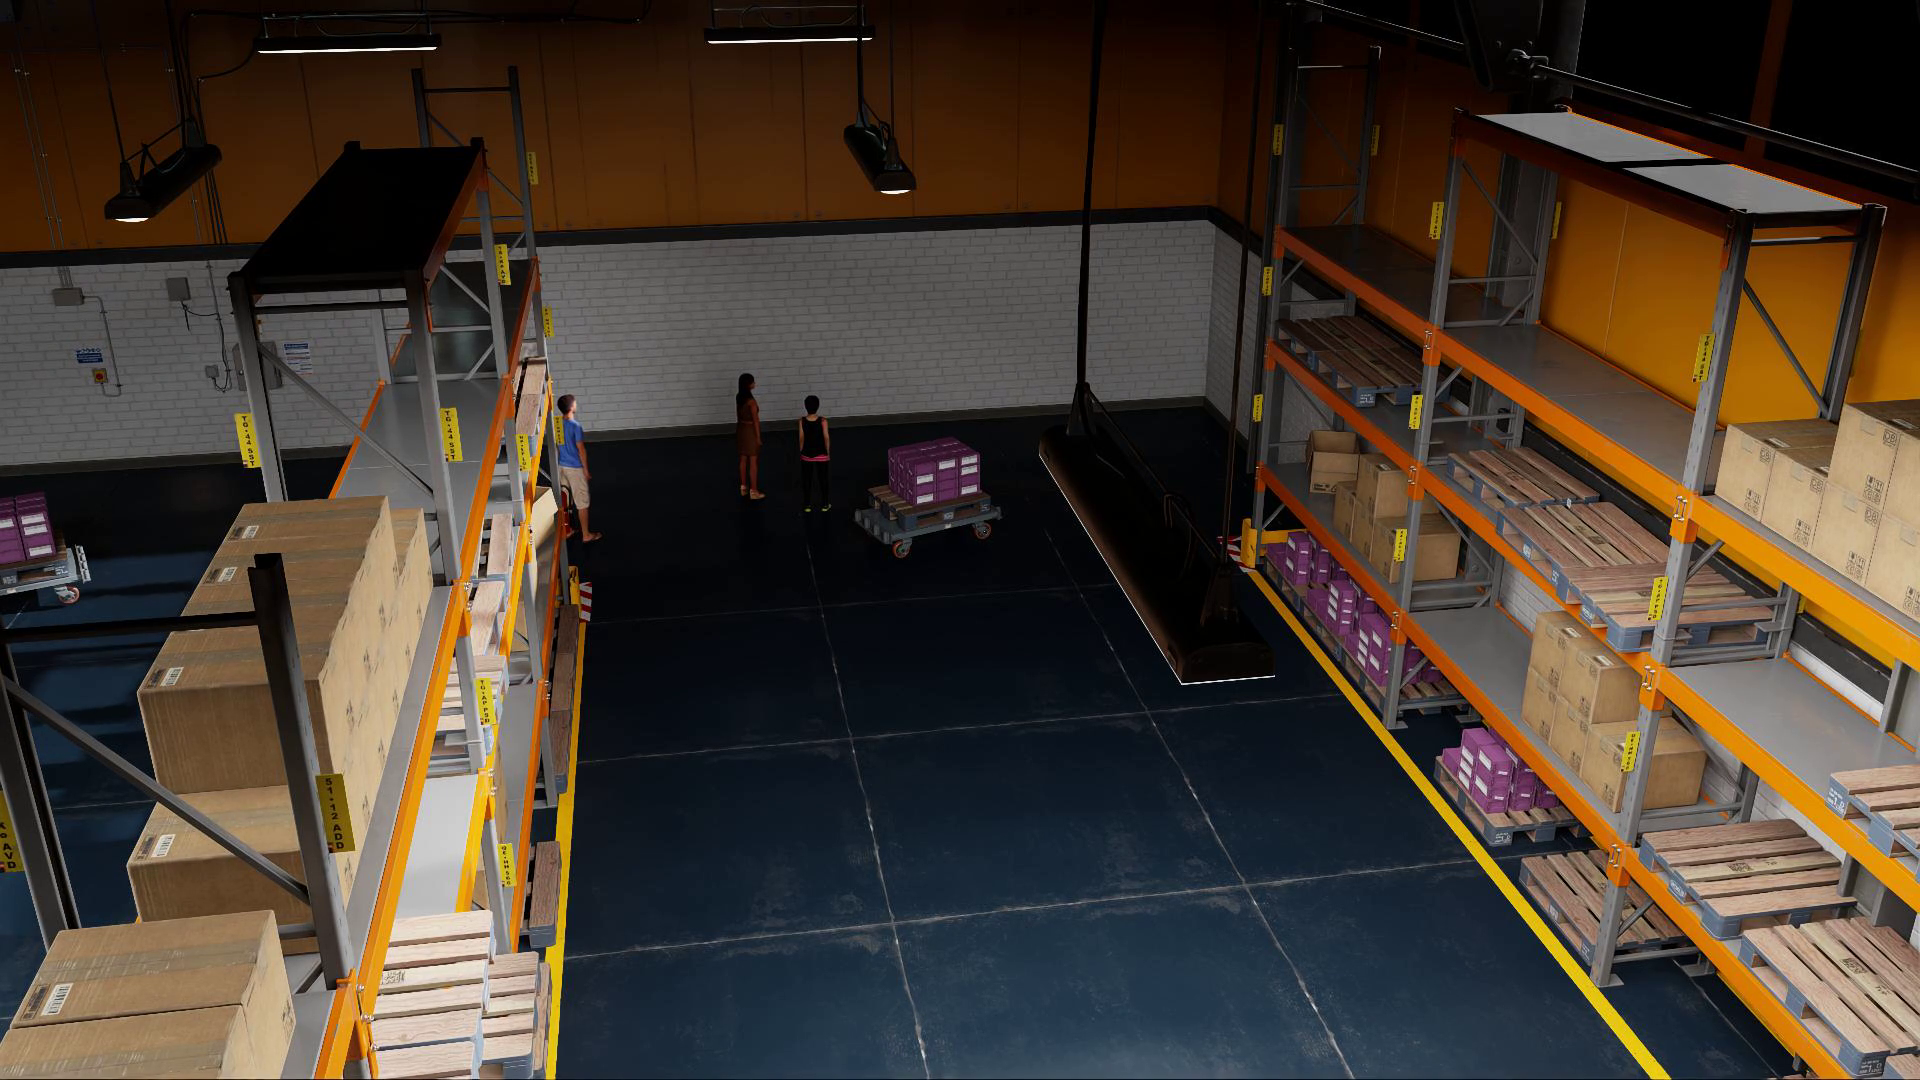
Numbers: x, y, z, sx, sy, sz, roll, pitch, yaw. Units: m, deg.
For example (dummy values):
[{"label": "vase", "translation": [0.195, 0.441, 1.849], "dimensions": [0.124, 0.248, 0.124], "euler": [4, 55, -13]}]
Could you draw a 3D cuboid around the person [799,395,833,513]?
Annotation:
[{"label": "person", "translation": [-1.869, -1.118, 21.308], "dimensions": [0.581, 1.553, 0.556], "euler": [1, 24, 2]}]

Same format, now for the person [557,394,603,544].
[{"label": "person", "translation": [-4.761, -0.884, 20.387], "dimensions": [0.746, 1.863, 0.793], "euler": [14, 27, 29]}]

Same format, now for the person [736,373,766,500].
[{"label": "person", "translation": [-2.757, -1.364, 21.701], "dimensions": [0.700, 1.689, 0.598], "euler": [-19, 30, -37]}]
